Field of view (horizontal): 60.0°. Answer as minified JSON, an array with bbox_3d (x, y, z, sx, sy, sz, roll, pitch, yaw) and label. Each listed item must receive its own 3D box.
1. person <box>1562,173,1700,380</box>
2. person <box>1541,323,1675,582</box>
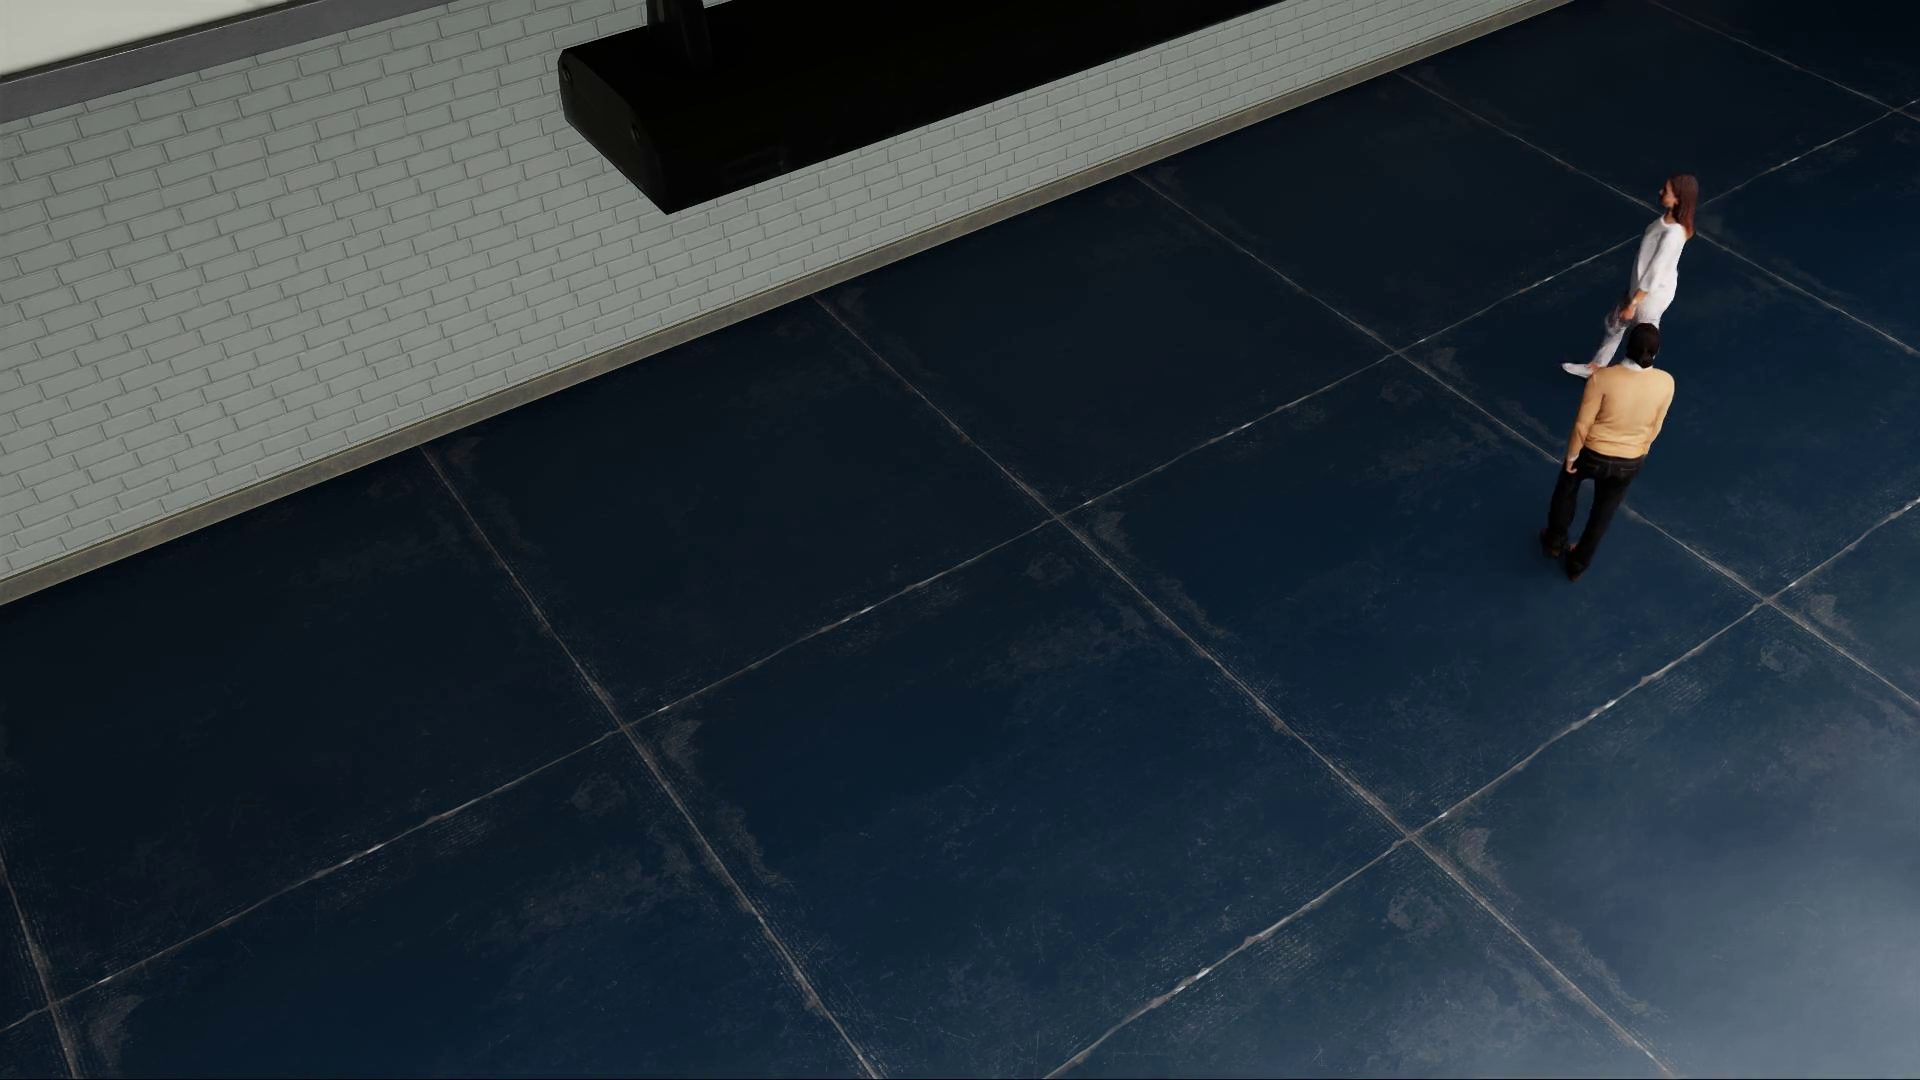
[{"bbox_3d":[4.530,-1.597,10.723,0.929,1.676,0.853,12,44,13],"label":"person"},{"bbox_3d":[3.685,-0.446,9.443,0.788,1.741,0.855,9,44,9],"label":"person"}]
